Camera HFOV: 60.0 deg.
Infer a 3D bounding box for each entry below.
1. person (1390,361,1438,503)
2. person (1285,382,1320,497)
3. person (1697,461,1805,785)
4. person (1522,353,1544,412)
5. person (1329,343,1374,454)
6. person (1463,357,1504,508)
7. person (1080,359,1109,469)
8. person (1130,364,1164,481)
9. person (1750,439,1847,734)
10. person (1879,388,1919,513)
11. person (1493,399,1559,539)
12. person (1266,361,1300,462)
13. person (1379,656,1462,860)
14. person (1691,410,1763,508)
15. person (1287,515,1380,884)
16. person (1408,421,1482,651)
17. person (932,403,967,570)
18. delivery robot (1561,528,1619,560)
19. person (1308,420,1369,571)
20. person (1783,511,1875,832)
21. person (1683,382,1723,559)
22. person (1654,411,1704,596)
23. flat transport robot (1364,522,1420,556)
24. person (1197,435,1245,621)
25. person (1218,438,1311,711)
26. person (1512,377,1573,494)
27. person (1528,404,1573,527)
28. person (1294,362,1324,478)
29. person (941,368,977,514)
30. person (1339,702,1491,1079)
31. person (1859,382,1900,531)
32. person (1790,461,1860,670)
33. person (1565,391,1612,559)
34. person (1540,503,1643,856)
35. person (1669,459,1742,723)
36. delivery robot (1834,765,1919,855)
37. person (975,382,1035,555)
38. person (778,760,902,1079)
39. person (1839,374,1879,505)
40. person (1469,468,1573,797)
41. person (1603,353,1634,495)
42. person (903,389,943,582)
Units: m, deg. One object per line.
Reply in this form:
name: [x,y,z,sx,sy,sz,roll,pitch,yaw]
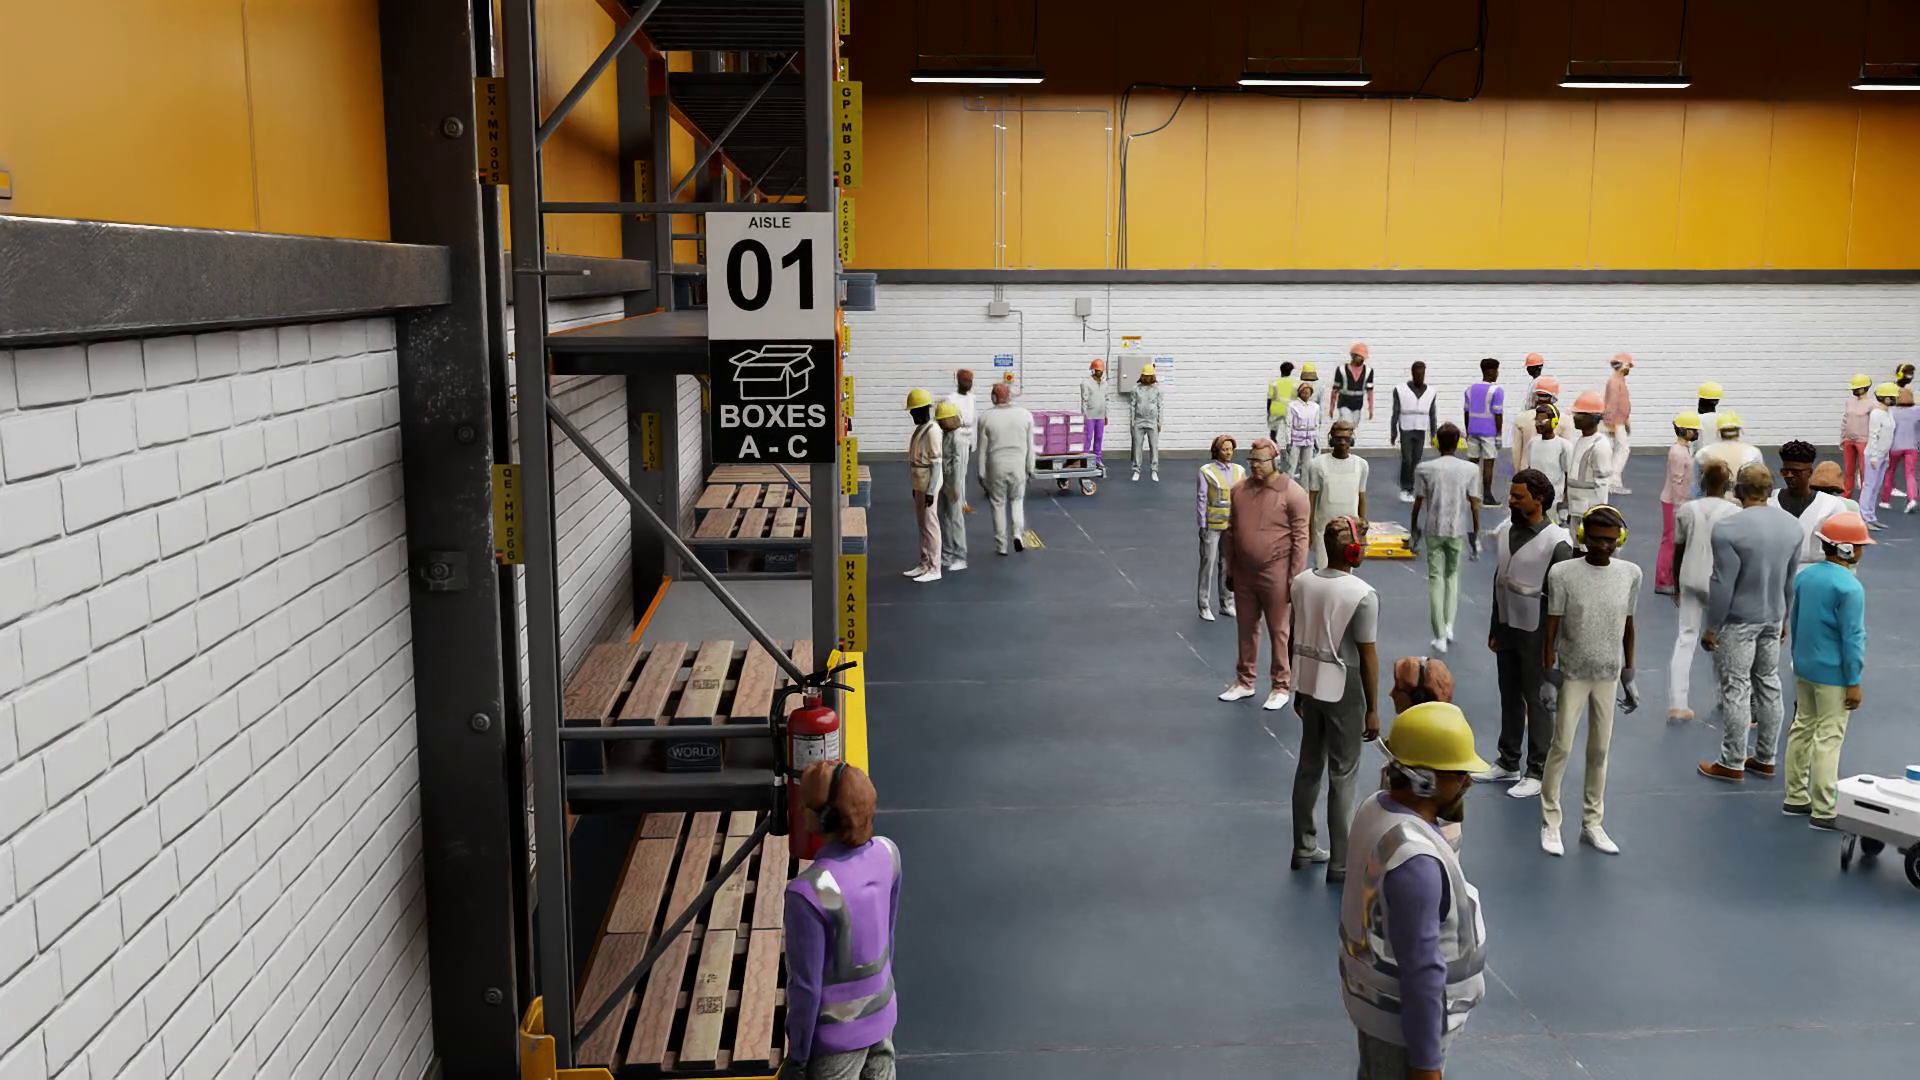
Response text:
person: [6.050,-1.424,22.085,0.611,1.896,0.598,-1,9,-8]
person: [4.491,-1.255,21.855,0.513,1.639,0.313,-3,10,-21]
person: [4.706,0.494,9.937,0.629,1.939,0.371,-3,10,-18]
person: [8.168,-1.691,23.686,0.374,1.930,0.542,2,9,13]
person: [6.086,-2.064,25.831,0.638,1.978,1.025,-1,9,-8]
person: [6.867,-1.408,21.797,0.369,1.963,0.609,-6,11,-31]
person: [2.121,-1.954,25.929,0.557,1.743,0.347,-7,11,-36]
person: [2.752,-1.725,24.519,0.484,1.738,0.344,2,9,11]
person: [5.490,0.310,11.000,0.614,1.963,0.362,8,12,40]
person: [12.114,-1.155,21.350,0.494,1.596,0.813,2,9,13]
person: [6.186,-0.726,18.026,0.662,1.808,0.659,1,9,7]
person: [5.165,-2.024,26.570,0.556,1.664,0.558,1,9,9]
person: [1.707,1.235,6.212,0.311,1.642,0.513,3,9,17]
person: [6.945,-0.267,15.071,0.631,1.820,0.500,7,12,39]
person: [1.863,0.794,8.343,0.372,1.843,0.570,-6,11,-31]
person: [3.952,-0.042,13.578,0.556,1.844,0.653,1,9,7]
person: [-0.126,-0.554,17.190,0.361,1.724,0.493,-4,10,-22]
delivery robot: [6.394,0.027,16.904,0.477,0.478,0.707,-1,9,-7]
person: [3.130,-0.077,13.809,0.507,1.847,0.351,0,9,-2]
person: [4.795,0.710,9.155,0.336,1.753,0.564,0,9,-2]
person: [7.781,-0.685,17.364,0.594,1.928,0.361,-1,9,-6]
person: [6.838,-0.349,15.801,0.344,1.756,0.518,4,10,25]
flat transport robot: [4.609,-0.026,18.415,0.652,0.197,1.431,0,9,2]
person: [2.298,-0.112,14.675,0.514,1.641,0.307,-5,10,-29]
person: [2.118,0.236,11.669,0.399,1.905,0.643,-9,12,-43]
person: [6.006,-0.685,17.159,0.612,1.995,0.382,6,11,33]
person: [5.362,-0.318,15.251,0.317,1.870,0.523,-5,10,-28]
person: [5.201,-1.789,24.883,0.494,1.741,0.308,-4,10,-25]
person: [-0.090,-1.278,21.327,0.769,1.863,0.595,7,12,39]
person: [1.308,1.361,4.832,0.403,1.827,0.600,0,9,2]
person: [10.966,-0.994,19.817,0.524,1.769,0.326,-8,12,-42]
person: [6.559,0.212,12.661,0.497,1.633,0.278,7,11,36]
person: [5.361,-0.255,14.307,0.377,2.045,0.605,0,9,2]
person: [3.304,0.729,8.701,0.513,1.863,0.335,0,9,-2]
person: [5.144,0.337,11.413,0.514,1.786,0.983,8,12,42]
delivery robot: [4.815,1.382,8.394,0.477,0.478,0.707,-5,10,-30]
person: [0.480,-0.772,18.042,0.661,1.884,0.425,-2,9,-12]
person: [-0.346,1.443,4.895,0.309,1.645,0.515,5,10,28]
person: [11.657,-1.276,21.617,0.328,1.760,0.523,-3,10,-20]
person: [3.320,0.535,9.742,0.392,1.920,0.588,-3,10,-19]
person: [9.161,-1.605,23.052,0.498,1.956,0.711,5,10,29]
person: [-0.363,-0.542,16.508,0.380,1.917,0.586,-3,9,-17]
